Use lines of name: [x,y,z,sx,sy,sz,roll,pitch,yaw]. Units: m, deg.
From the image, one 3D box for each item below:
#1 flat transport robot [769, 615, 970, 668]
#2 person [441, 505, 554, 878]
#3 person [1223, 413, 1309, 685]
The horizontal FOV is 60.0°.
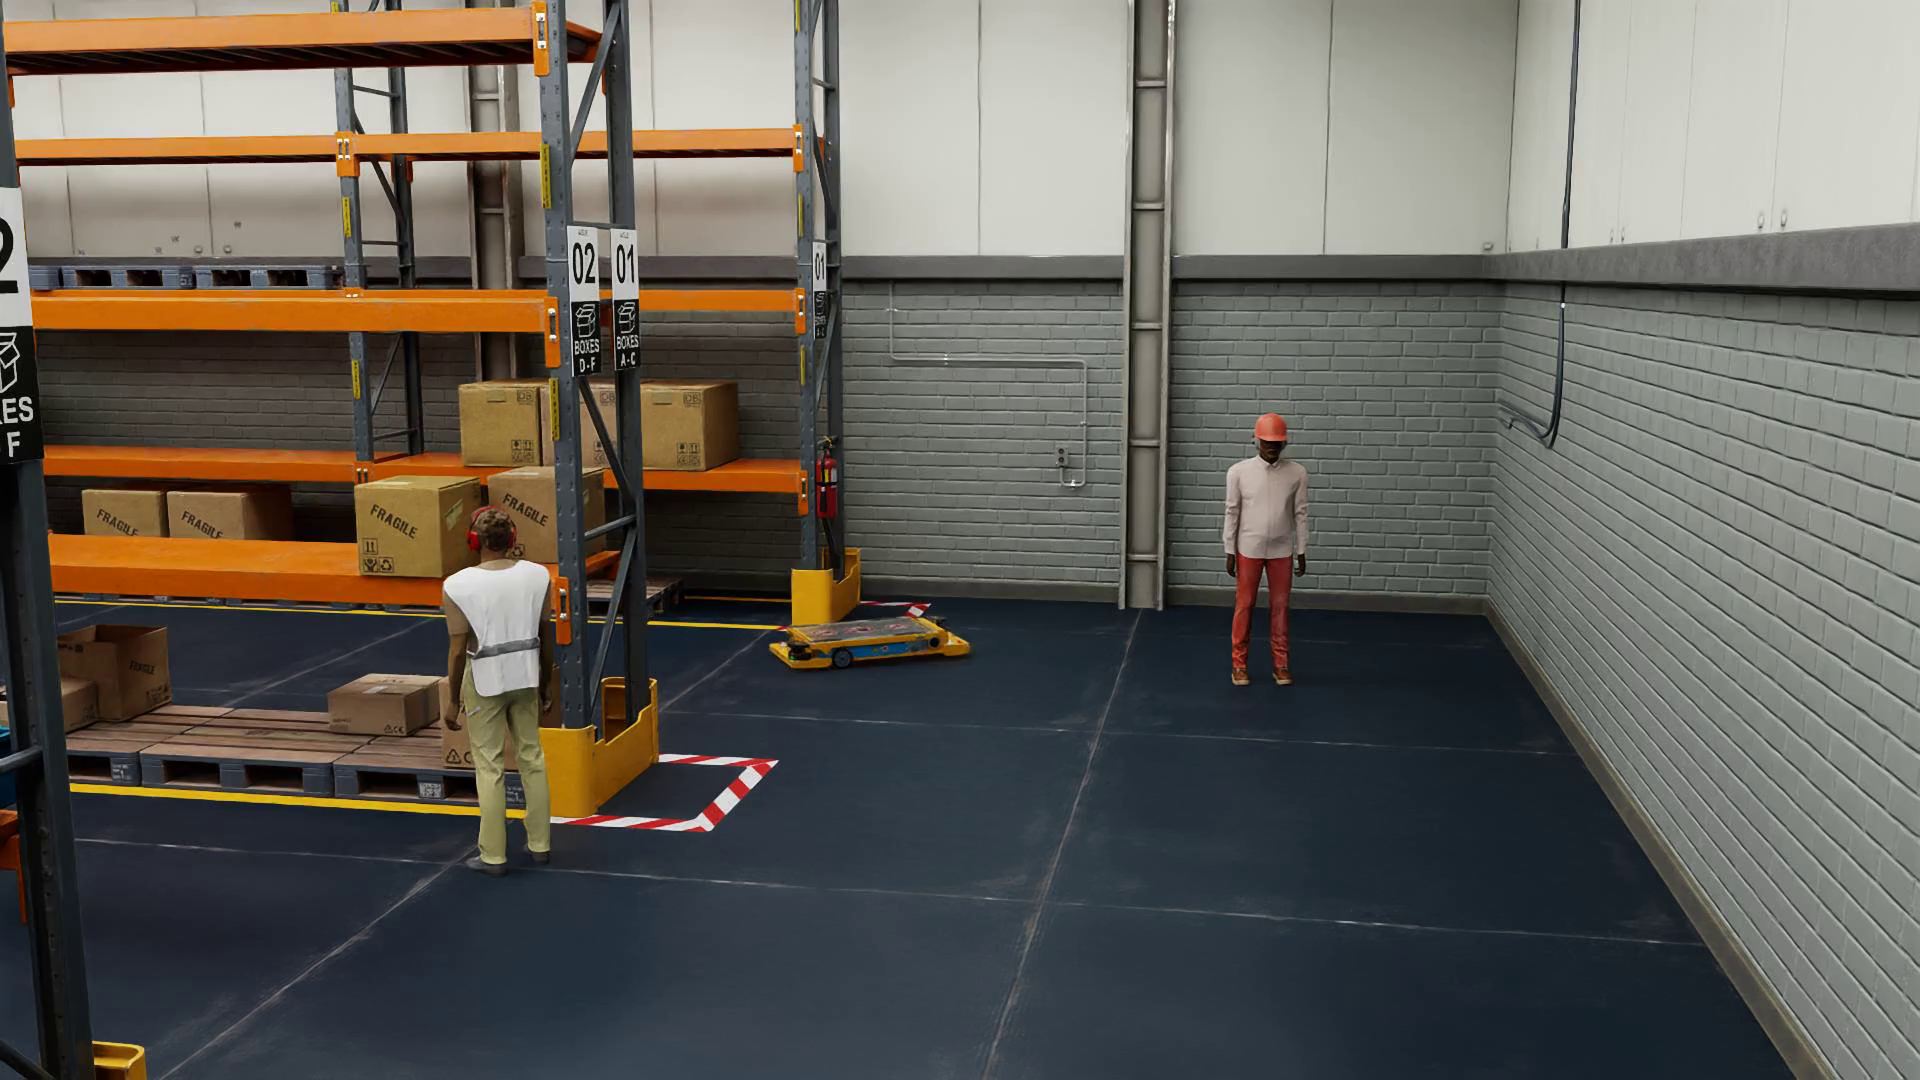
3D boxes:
flat transport robot: [-0.704,0.781,12.907,1.431,0.197,0.652,-4,10,-21]
person: [-2.264,0.749,8.238,0.569,1.843,0.373,-8,12,-42]
person: [2.213,0.073,12.014,0.618,1.986,0.408,-1,9,-4]
